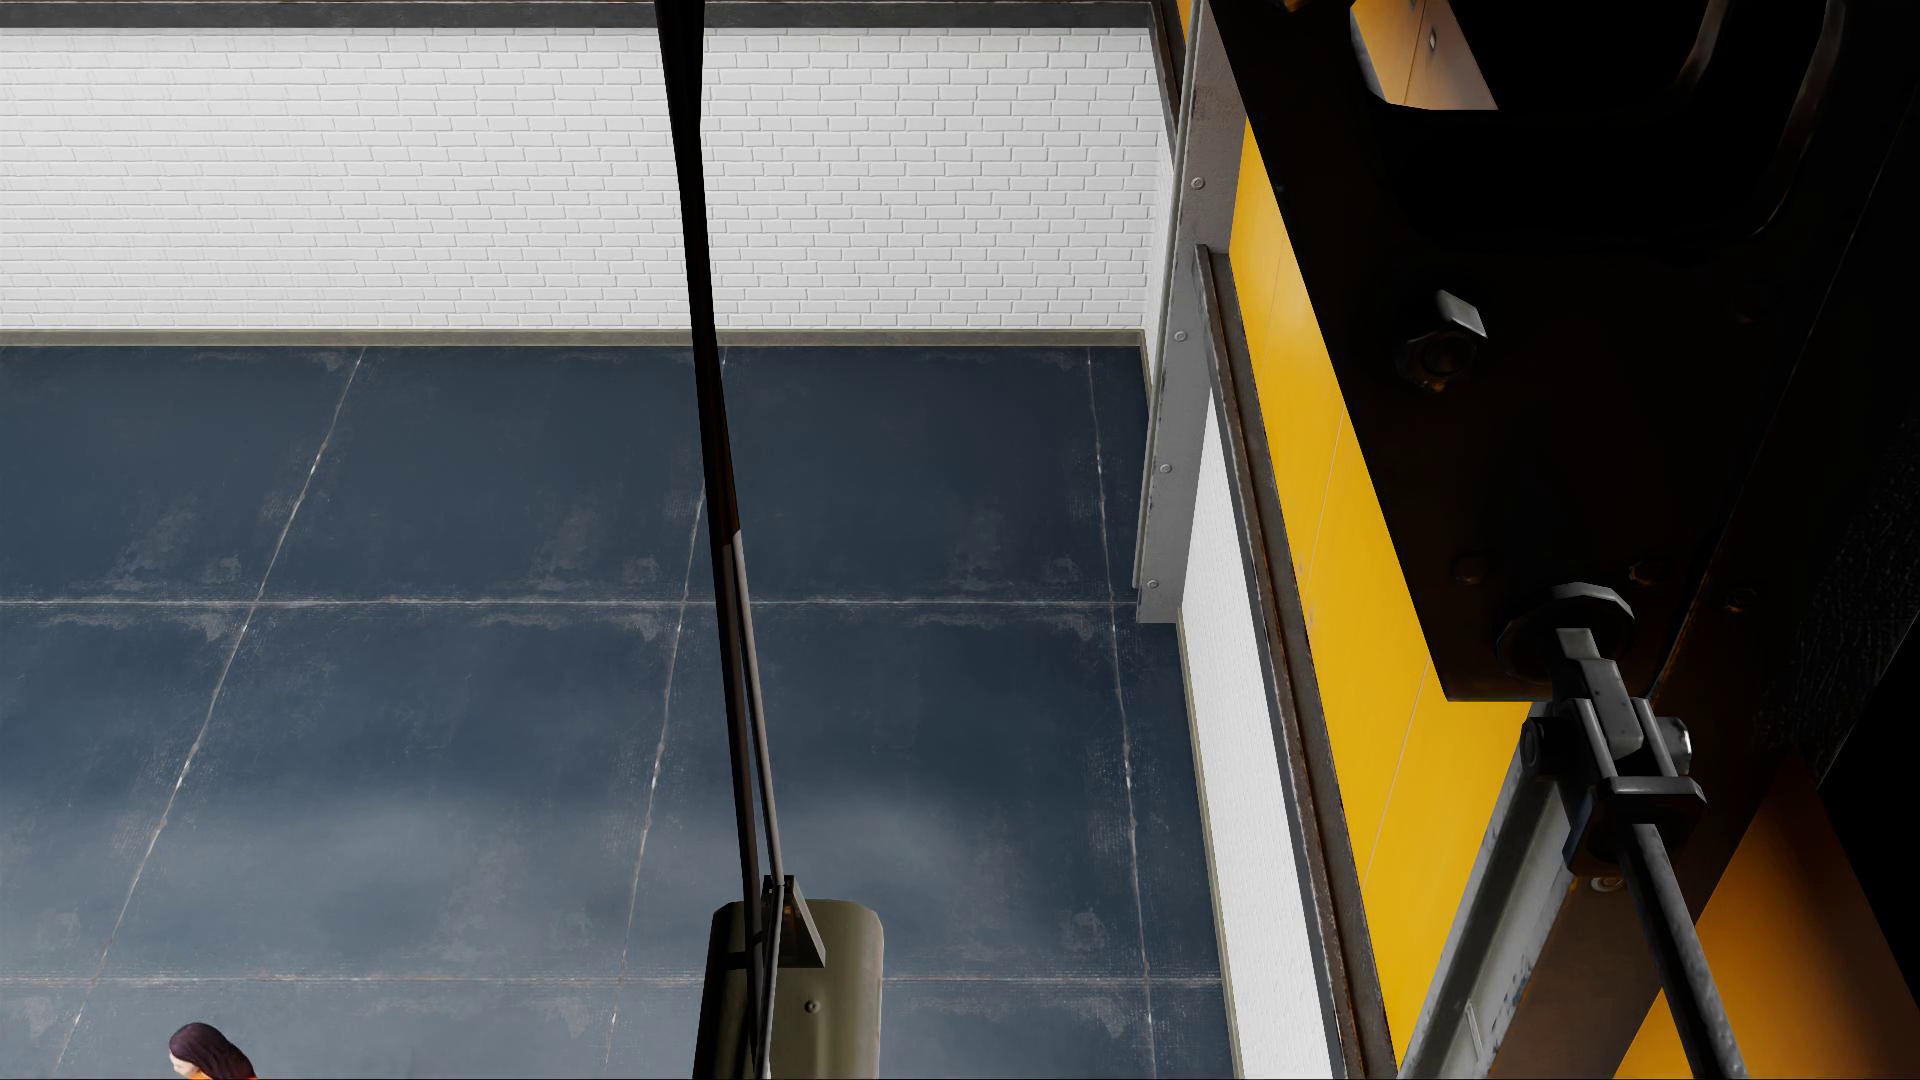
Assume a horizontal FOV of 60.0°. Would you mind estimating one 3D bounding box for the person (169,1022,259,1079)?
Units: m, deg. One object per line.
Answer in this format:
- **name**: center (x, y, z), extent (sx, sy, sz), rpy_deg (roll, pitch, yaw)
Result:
- **person**: center (-3.322, 2.738, 7.989), extent (0.826, 1.725, 0.968), rpy_deg (19, 47, 18)
